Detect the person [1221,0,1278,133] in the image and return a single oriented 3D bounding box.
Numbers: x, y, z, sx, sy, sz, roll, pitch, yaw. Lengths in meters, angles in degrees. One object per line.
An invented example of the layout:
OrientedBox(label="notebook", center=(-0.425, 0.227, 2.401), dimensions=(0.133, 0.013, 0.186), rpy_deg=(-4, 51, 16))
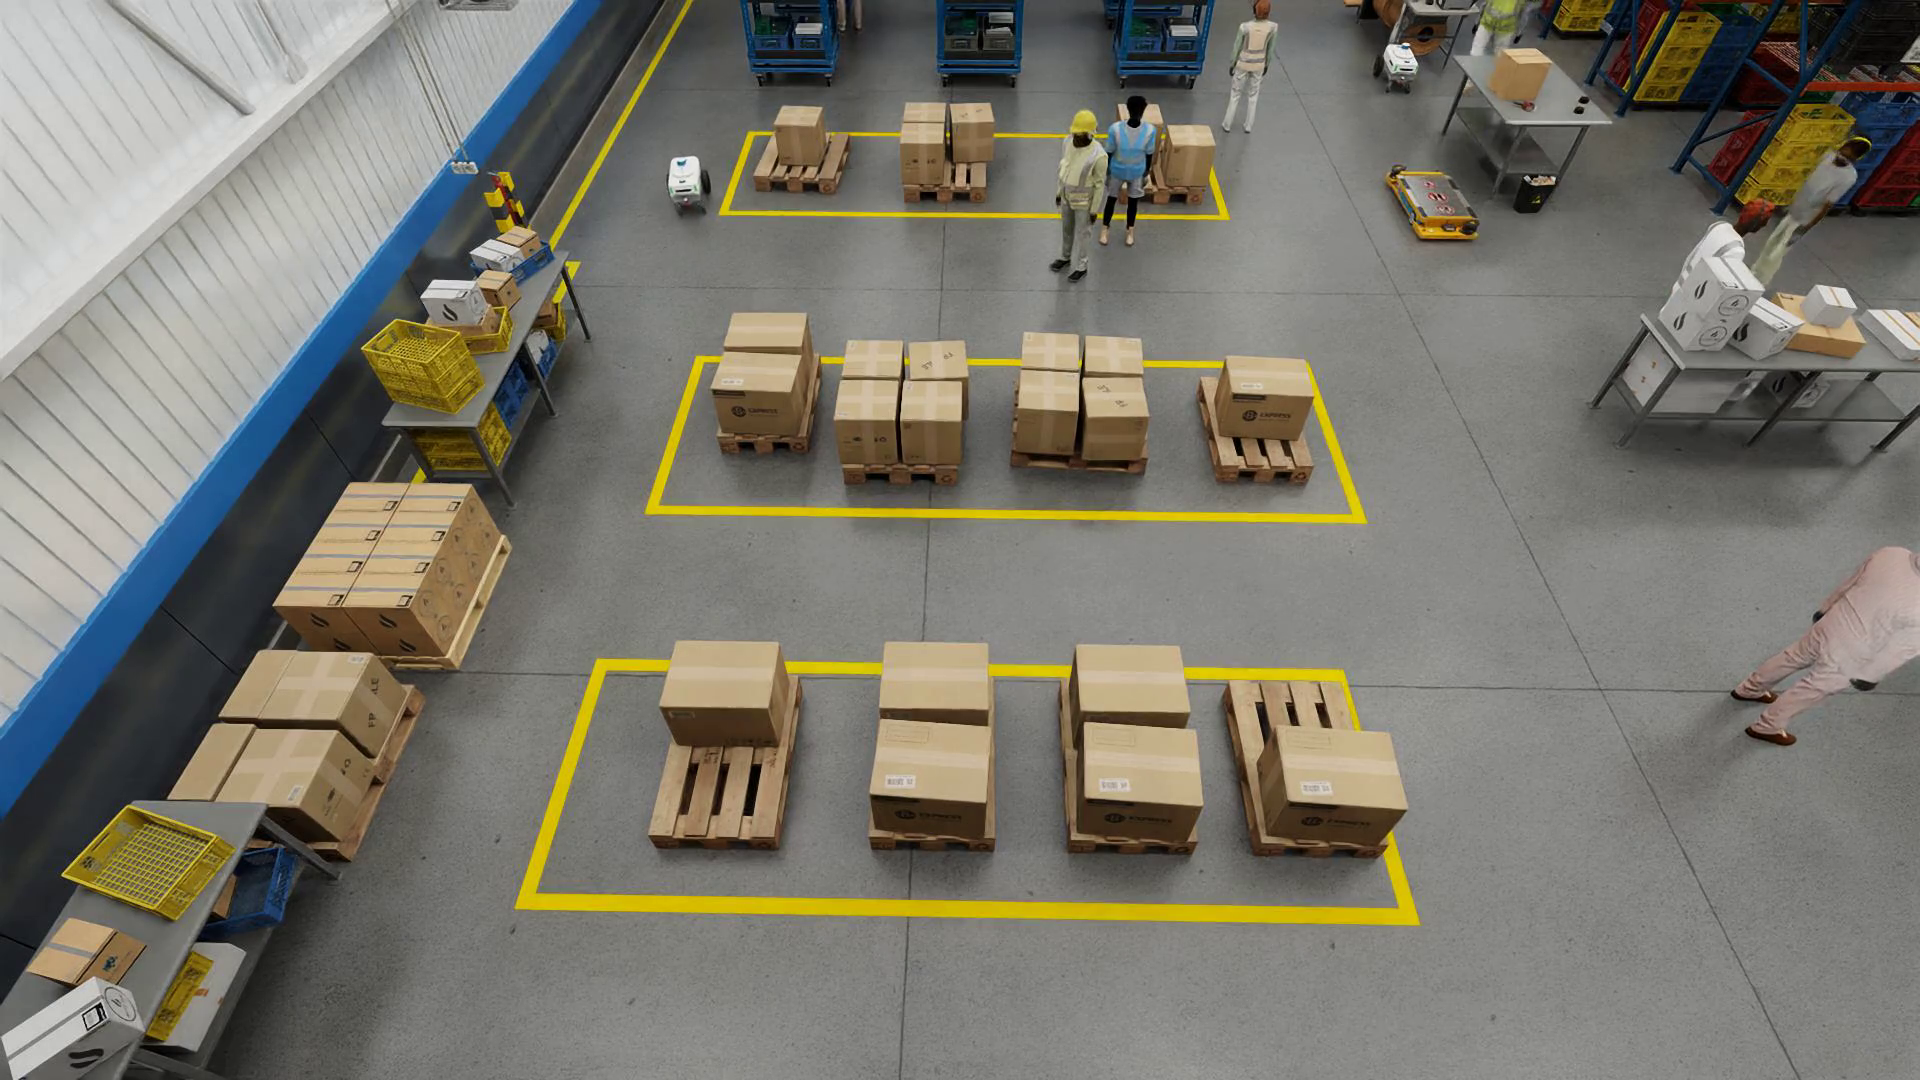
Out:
OrientedBox(label="person", center=(3.775, -6.170, 11.965), dimensions=(0.521, 1.633, 0.317), rpy_deg=(4, 49, 3))

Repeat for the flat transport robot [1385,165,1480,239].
OrientedBox(label="flat transport robot", center=(5.692, -4.094, 11.059), dimensions=(0.652, 0.197, 1.431), rpy_deg=(1, 49, 1))

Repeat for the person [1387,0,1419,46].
OrientedBox(label="person", center=(6.615, -7.921, 13.287), dimensions=(0.370, 1.931, 0.625), rpy_deg=(19, 52, 16))

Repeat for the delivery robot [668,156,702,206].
OrientedBox(label="delivery robot", center=(-3.309, -4.349, 11.033), dimensions=(0.477, 0.478, 0.707), rpy_deg=(-6, 49, -6))

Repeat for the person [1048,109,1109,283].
OrientedBox(label="person", center=(1.222, -3.592, 9.599), dimensions=(0.404, 1.830, 0.599), rpy_deg=(-32, 56, -24))

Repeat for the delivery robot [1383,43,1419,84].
OrientedBox(label="delivery robot", center=(6.373, -6.919, 13.258), dimensions=(0.477, 0.478, 0.707), rpy_deg=(4, 49, 4))

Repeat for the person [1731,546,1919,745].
OrientedBox(label="person", center=(5.764, 0.643, 5.894), dimensions=(0.401, 1.900, 0.646), rpy_deg=(9, 50, 8))

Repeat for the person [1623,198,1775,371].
OrientedBox(label="person", center=(6.702, -2.231, 8.387), dimensions=(0.337, 1.882, 0.584), rpy_deg=(9, 50, 8))

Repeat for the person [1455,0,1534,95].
OrientedBox(label="person", center=(7.487, -7.141, 12.698), dimensions=(0.659, 1.808, 0.637), rpy_deg=(29, 55, 23))

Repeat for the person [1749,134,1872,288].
OrientedBox(label="person", center=(8.532, -3.319, 9.369), dimensions=(0.377, 1.831, 0.706), rpy_deg=(6, 49, 5))

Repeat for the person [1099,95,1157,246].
OrientedBox(label="person", center=(1.836, -4.043, 10.084), dimensions=(0.537, 1.692, 0.320), rpy_deg=(4, 49, 4))

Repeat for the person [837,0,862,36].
OrientedBox(label="person", center=(-1.762, -8.839, 14.046), dimensions=(0.622, 1.982, 0.412), rpy_deg=(-19, 52, -16))
